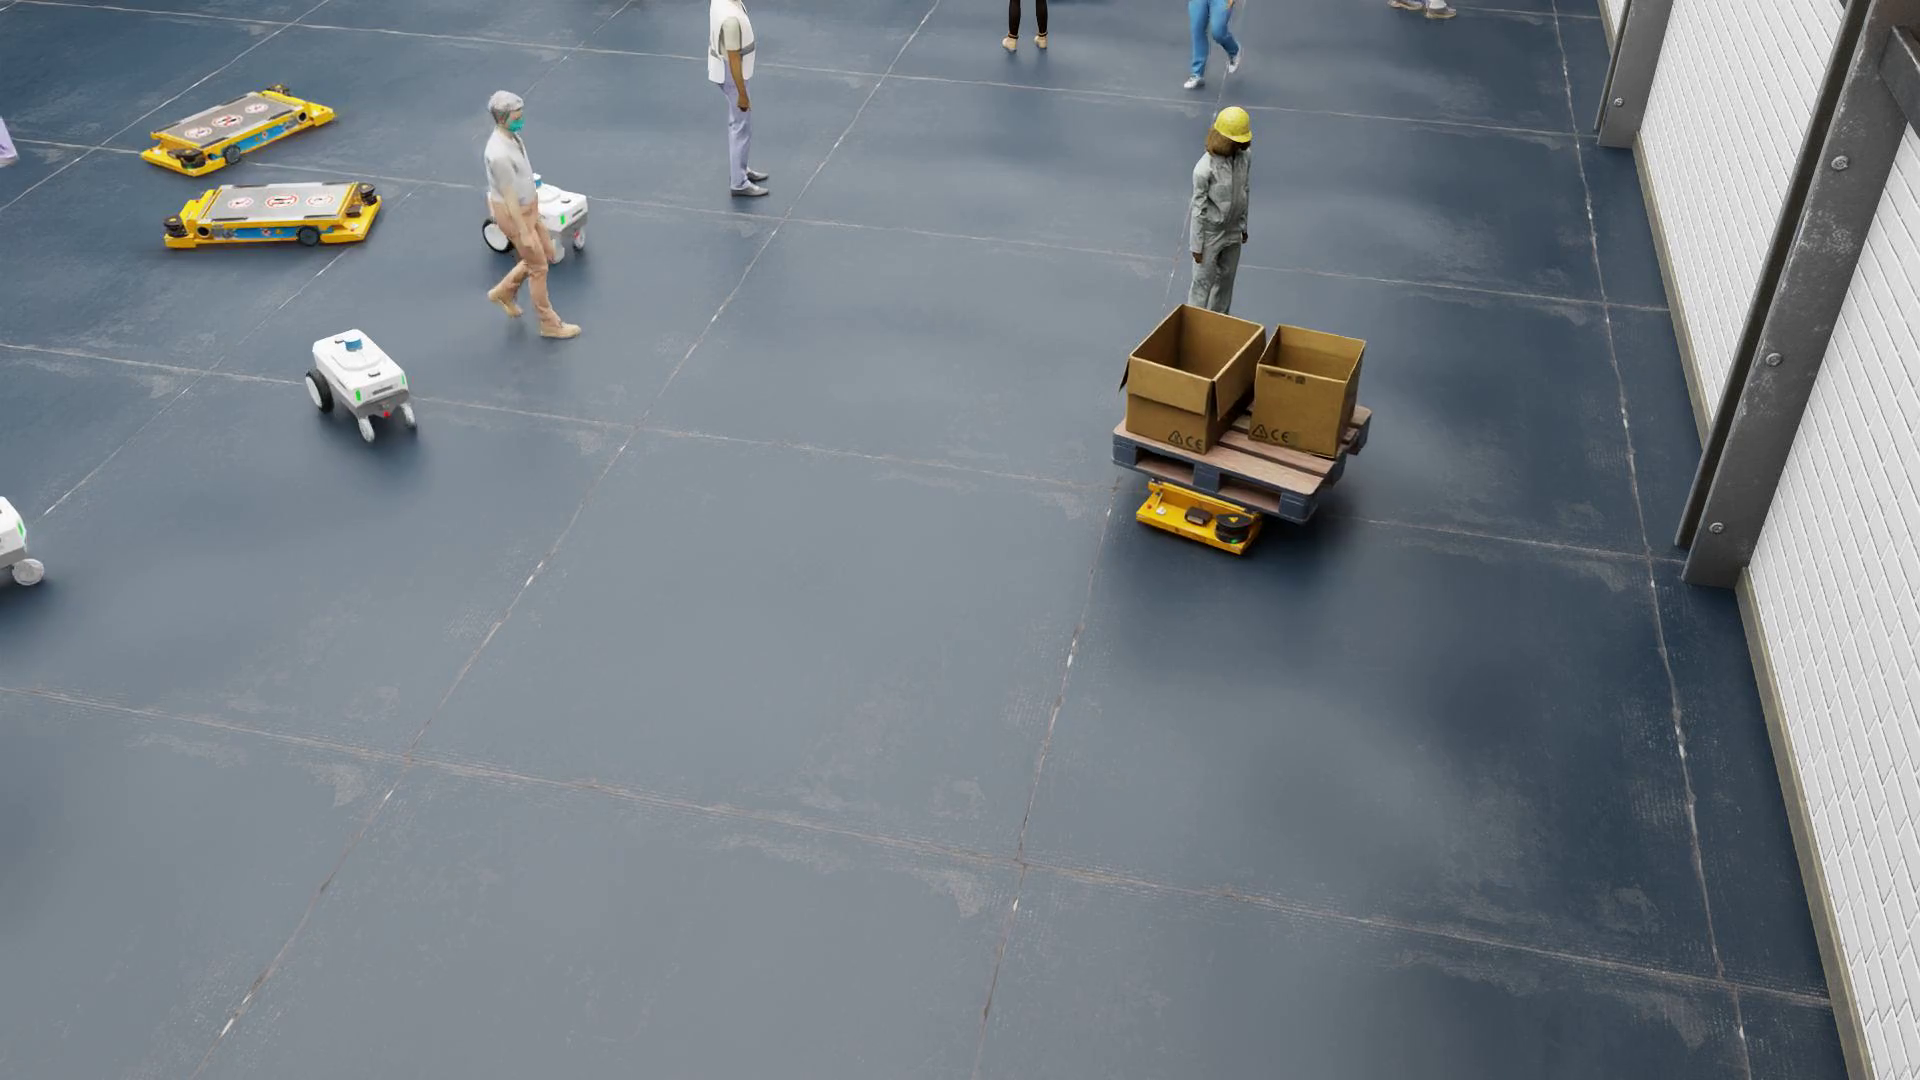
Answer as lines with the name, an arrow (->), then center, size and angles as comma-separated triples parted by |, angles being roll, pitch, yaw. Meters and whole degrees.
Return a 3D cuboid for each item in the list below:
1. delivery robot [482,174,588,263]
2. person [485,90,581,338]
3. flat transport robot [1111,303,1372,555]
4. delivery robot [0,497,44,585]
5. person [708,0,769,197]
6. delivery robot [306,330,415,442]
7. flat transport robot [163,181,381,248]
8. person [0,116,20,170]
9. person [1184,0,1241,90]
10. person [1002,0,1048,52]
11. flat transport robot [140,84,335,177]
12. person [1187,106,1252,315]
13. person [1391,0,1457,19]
delivery robot -> -3.098, -2.387, 12.170 | 0.761, 0.590, 0.499 | 15, 39, 20
person -> -2.870, -2.108, 10.823 | 0.537, 1.719, 0.474 | 0, 37, 0
flat transport robot -> 1.643, -0.437, 9.803 | 0.659, 0.231, 1.431 | 20, 41, 25
delivery robot -> -5.367, 0.082, 8.860 | 0.774, 0.583, 0.499 | -29, 46, -33
person -> -1.700, -3.487, 12.581 | 0.402, 1.831, 0.570 | -7, 37, -9
delivery robot -> -3.710, -1.011, 10.312 | 0.499, 0.570, 0.750 | -26, 44, -30
flat transport robot -> -5.148, -2.439, 12.482 | 1.431, 0.231, 0.659 | -3, 37, -3
person -> -7.848, -3.814, 13.025 | 0.572, 1.829, 0.427 | 23, 43, 28
person -> 2.228, -4.787, 14.411 | 0.505, 1.710, 0.517 | 27, 44, 31
person -> 0.611, -5.306, 15.132 | 0.532, 1.691, 0.322 | -7, 37, -10
flat transport robot -> -5.974, -3.399, 13.767 | 0.659, 0.231, 1.431 | 20, 41, 25
person -> 1.663, -1.942, 10.595 | 0.491, 1.731, 0.321 | -28, 45, -32
person -> 4.548, -5.979, 15.889 | 0.614, 1.853, 0.593 | 6, 37, 8
